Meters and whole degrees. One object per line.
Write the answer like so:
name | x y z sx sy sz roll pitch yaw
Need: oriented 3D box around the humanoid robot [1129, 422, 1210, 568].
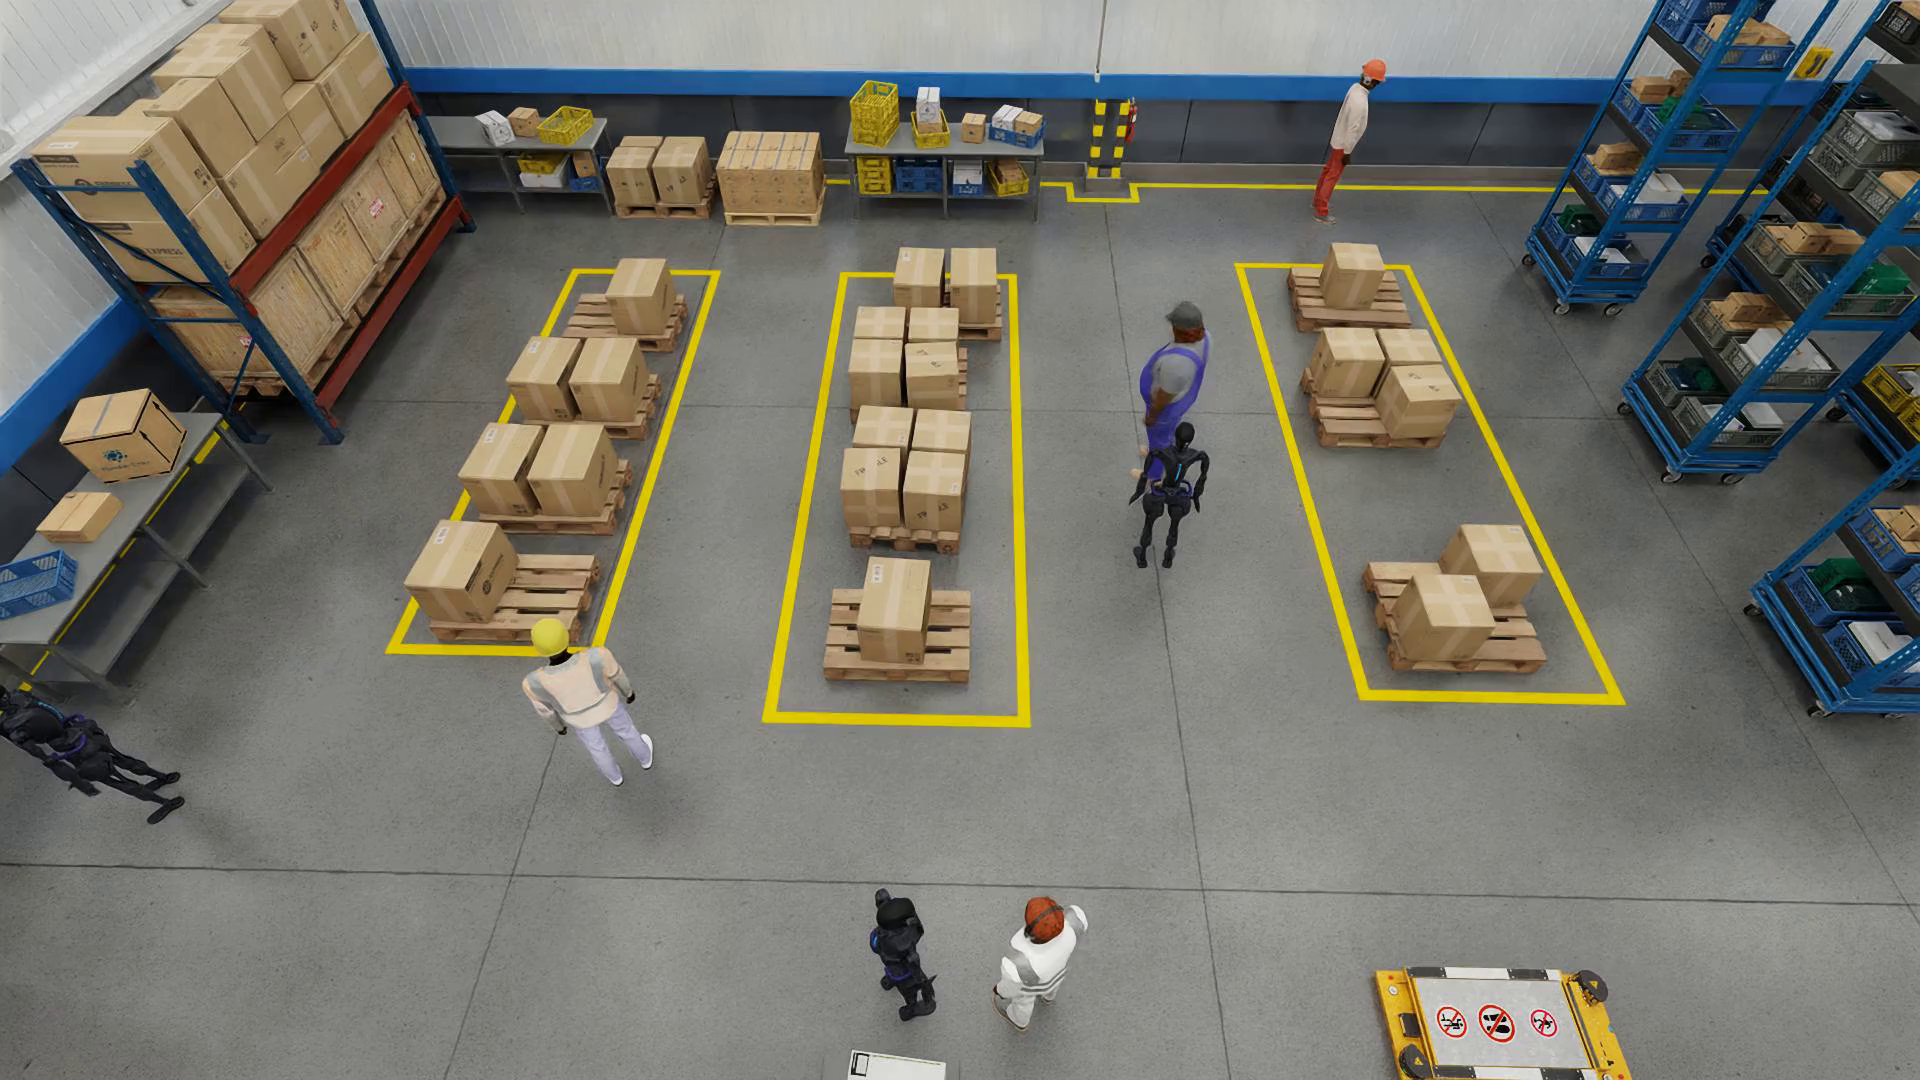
humanoid robot | 1.781 -0.375 7.873 0.616 1.657 0.311 3 51 2

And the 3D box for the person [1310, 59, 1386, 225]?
person | 4.814 -4.948 11.413 0.392 1.984 0.608 9 51 7

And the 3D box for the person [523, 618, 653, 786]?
person | -2.608 1.161 6.470 0.593 1.926 0.363 -26 55 -20

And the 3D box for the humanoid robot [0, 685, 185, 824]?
humanoid robot | -6.128 1.463 6.380 0.316 1.650 0.569 -29 56 -22

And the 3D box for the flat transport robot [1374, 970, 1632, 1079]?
flat transport robot | 3.501 3.133 5.914 1.431 0.197 0.652 1 51 1

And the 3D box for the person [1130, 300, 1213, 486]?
person | 1.903 -1.344 8.440 0.537 2.000 0.689 30 57 22

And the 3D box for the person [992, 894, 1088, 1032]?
person | 0.440 2.498 5.409 0.573 1.882 0.356 -32 58 -23

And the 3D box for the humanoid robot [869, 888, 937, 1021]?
humanoid robot | -0.338 2.494 5.535 0.327 1.657 0.584 -25 55 -19
